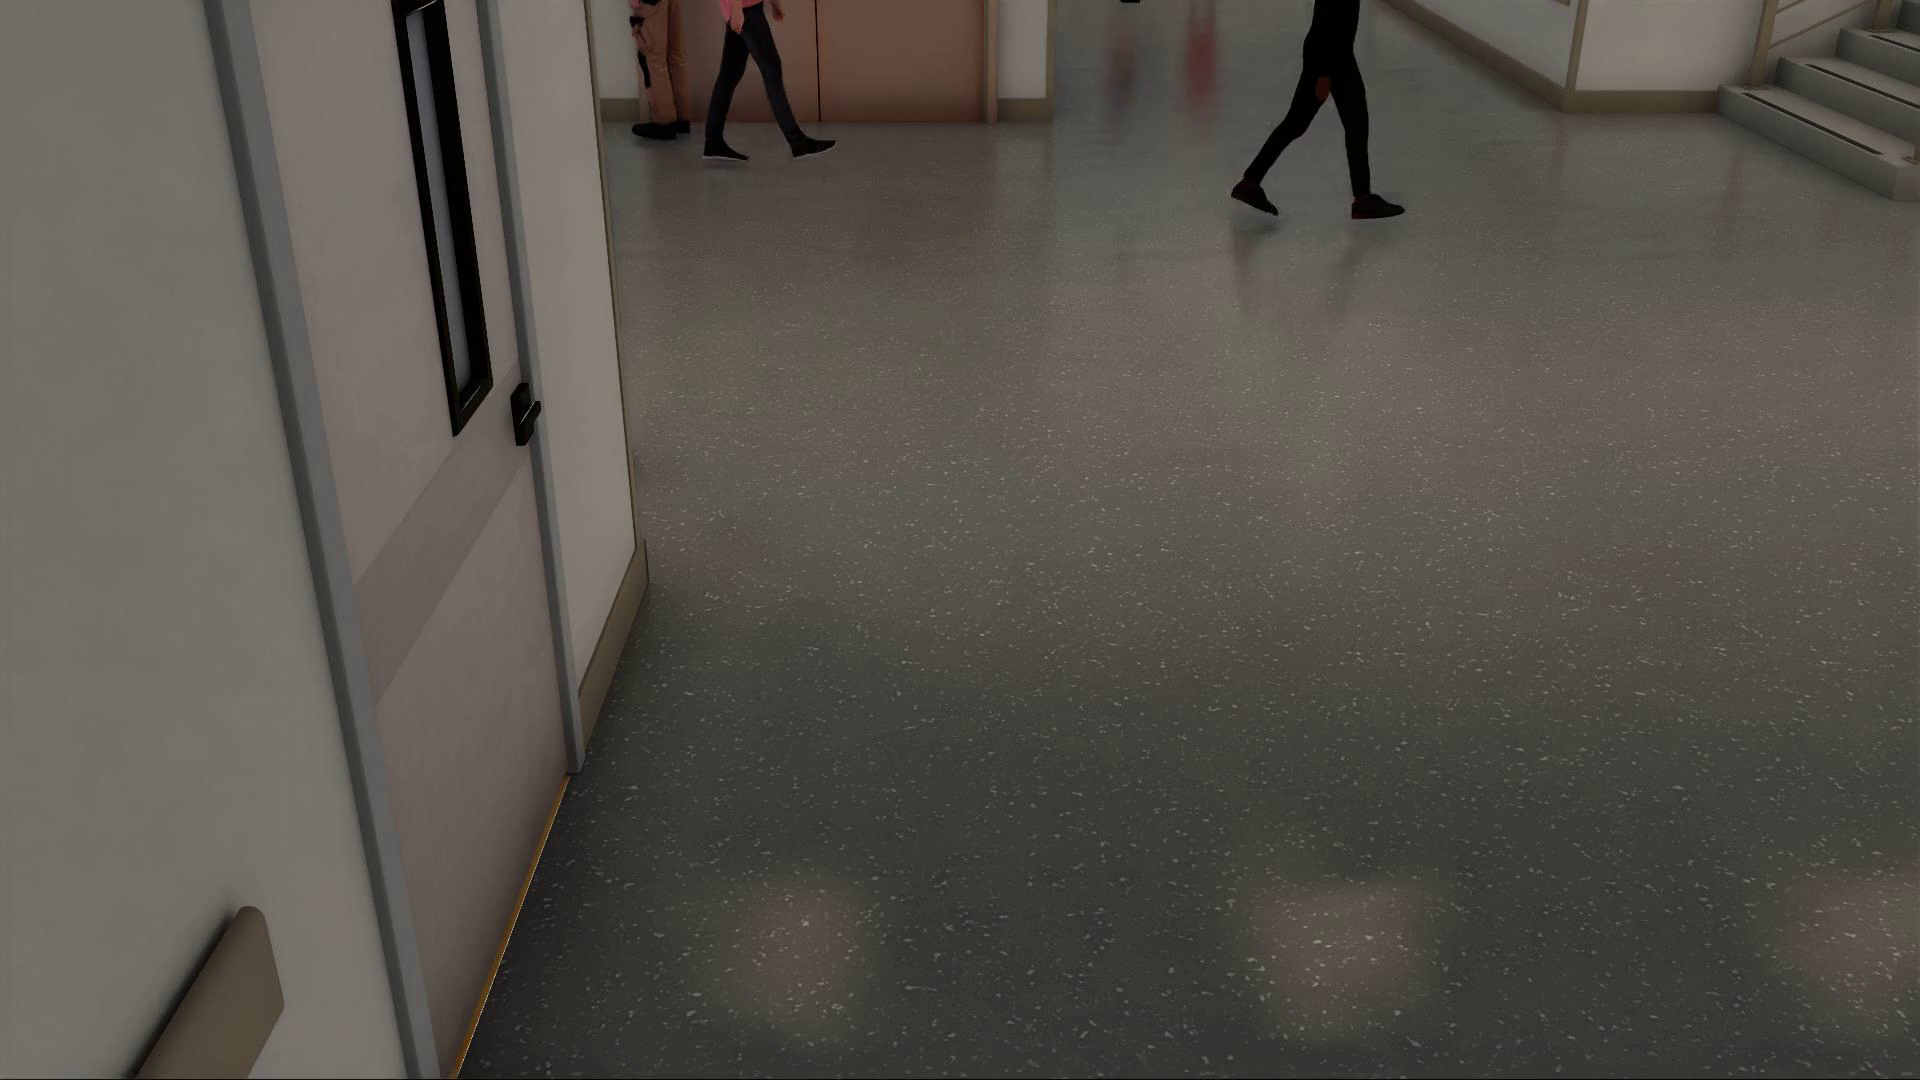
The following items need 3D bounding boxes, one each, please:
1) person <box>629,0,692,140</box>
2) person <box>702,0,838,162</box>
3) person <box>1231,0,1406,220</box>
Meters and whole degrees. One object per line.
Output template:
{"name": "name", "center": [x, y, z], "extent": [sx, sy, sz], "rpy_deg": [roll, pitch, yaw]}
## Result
{"name": "person", "center": [-2.049, -3.689, 11.153], "extent": [0.749, 1.924, 0.786], "rpy_deg": [11, 28, 21]}
{"name": "person", "center": [-1.444, -3.303, 10.356], "extent": [1.088, 1.921, 0.683], "rpy_deg": [0, 26, 0]}
{"name": "person", "center": [1.917, -2.624, 9.115], "extent": [1.216, 1.776, 0.734], "rpy_deg": [2, 26, 5]}
